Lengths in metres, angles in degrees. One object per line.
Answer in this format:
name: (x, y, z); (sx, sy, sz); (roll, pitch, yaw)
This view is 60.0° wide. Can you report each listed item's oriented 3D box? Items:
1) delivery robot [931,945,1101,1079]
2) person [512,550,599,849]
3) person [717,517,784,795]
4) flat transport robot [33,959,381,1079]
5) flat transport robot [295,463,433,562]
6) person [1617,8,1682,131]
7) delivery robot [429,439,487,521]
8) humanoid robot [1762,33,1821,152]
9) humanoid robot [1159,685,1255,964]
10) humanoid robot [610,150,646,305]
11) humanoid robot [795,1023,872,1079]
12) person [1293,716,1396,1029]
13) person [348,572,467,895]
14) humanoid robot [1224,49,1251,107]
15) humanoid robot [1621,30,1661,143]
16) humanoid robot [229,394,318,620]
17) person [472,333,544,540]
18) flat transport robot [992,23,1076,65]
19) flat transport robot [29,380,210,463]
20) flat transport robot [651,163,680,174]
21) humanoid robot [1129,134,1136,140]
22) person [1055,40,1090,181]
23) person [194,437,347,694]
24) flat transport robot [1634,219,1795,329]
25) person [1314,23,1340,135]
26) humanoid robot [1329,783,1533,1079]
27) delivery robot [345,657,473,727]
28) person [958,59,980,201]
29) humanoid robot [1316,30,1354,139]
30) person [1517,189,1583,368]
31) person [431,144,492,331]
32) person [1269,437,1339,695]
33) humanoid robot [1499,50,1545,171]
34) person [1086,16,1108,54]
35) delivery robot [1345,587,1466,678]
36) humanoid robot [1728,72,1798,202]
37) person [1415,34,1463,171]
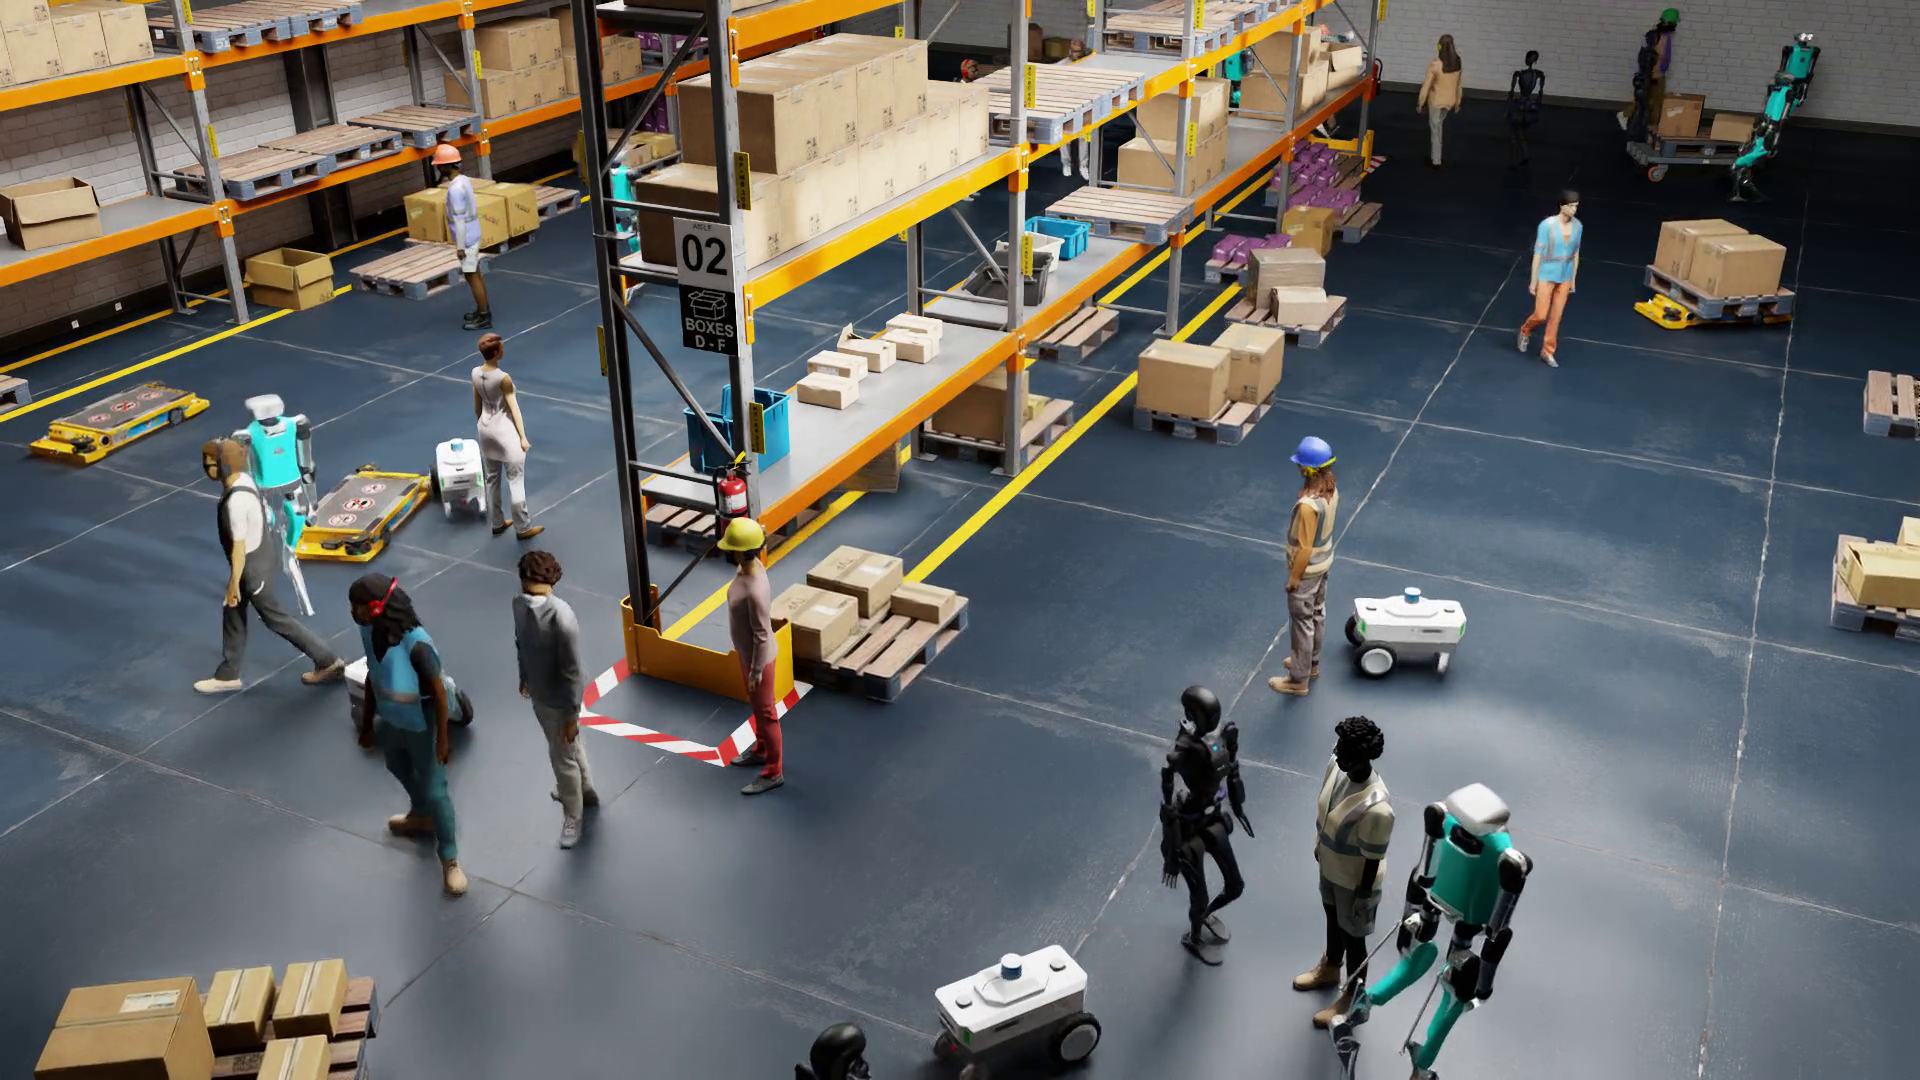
delivery robot: (0.250, 2.231, 7.933); (0.778, 0.581, 0.499); (-14, 30, -26)
person: (-2.247, 0.821, 9.320); (0.646, 1.869, 0.480); (22, 34, 38)
person: (-1.222, 0.664, 9.747); (0.305, 1.770, 0.521); (-7, 27, -14)
flat transport robot: (-3.301, 2.570, 7.587); (0.659, 0.231, 1.431); (-4, 27, -9)
flat transport robot: (-4.739, -0.223, 13.229); (0.659, 0.231, 1.431); (3, 26, 6)
person: (10.597, -7.147, 25.373); (0.685, 1.904, 0.562); (11, 28, 21)
delivery robot: (-4.061, -0.542, 13.528); (0.499, 0.575, 0.759); (-8, 27, -16)
humanoid robot: (12.052, -6.497, 24.376); (0.542, 1.901, 0.718); (-1, 26, -2)
humanoid robot: (1.218, 1.428, 8.317); (0.601, 1.634, 0.344); (-24, 35, -39)
humanoid robot: (-3.581, -3.415, 18.047); (0.537, 1.737, 1.027); (6, 27, 13)
humanoid robot: (-0.383, 2.450, 6.304); (0.601, 1.632, 0.794); (21, 33, 36)
person: (1.862, 1.576, 7.994); (0.319, 1.693, 0.531); (-6, 27, -11)
person: (-2.991, 0.991, 9.000); (0.869, 1.850, 0.430); (19, 32, 33)
humanoid robot: (4.216, -6.536, 24.366); (1.001, 1.739, 0.548); (-22, 34, -37)
humanoid robot: (10.262, -6.775, 24.880); (0.435, 1.652, 0.608); (8, 27, 16)
humanoid robot: (-4.815, -0.214, 11.632); (0.530, 1.830, 0.815); (-22, 34, -37)
person: (-3.525, -0.800, 12.823); (0.443, 1.661, 0.286); (13, 29, 24)
flat transport robot: (1.374, -8.252, 29.448); (1.431, 0.231, 0.659); (21, 33, 36)
flat transport robot: (-7.535, -1.071, 14.941); (0.659, 0.231, 1.431); (10, 28, 19)
flat transport robot: (-3.618, -5.060, 22.998); (0.659, 0.231, 1.431); (20, 33, 35)
humanoid robot: (2.946, -6.790, 24.953); (0.778, 1.622, 0.616); (3, 27, 7)
person: (1.585, -5.902, 22.888); (0.641, 1.879, 0.813); (-3, 27, -7)
person: (-4.559, 0.171, 10.712); (0.953, 1.800, 0.516); (-9, 28, -18)
flat transport robot: (8.049, -2.479, 17.786); (1.431, 0.231, 0.659); (-5, 27, -9)
person: (5.459, -6.952, 25.193); (0.816, 1.711, 0.580); (-4, 27, -9)
humanoid robot: (1.988, 1.921, 7.305); (0.847, 1.793, 0.582); (-16, 31, -29)
delivery robot: (-3.502, 0.986, 10.480); (0.812, 0.609, 0.499); (16, 30, 28)
person: (0.053, -5.411, 21.950); (0.379, 1.835, 0.564); (7, 27, 14)
humanoid robot: (5.294, -6.634, 24.573); (0.891, 1.778, 0.545); (11, 28, 21)
person: (5.809, -2.576, 16.302); (0.512, 1.755, 0.465); (-5, 27, -11)
person: (-5.178, -3.145, 17.277); (0.412, 1.925, 0.558); (-5, 27, -10)
person: (2.233, 0.163, 10.752); (0.322, 1.772, 0.486); (14, 30, 27)
humanoid robot: (7.900, -6.028, 23.367); (0.613, 1.653, 0.351); (-8, 28, -17)
person: (2.352, -8.475, 28.157); (0.421, 1.815, 0.535); (11, 28, 22)
delivery robot: (2.998, 0.607, 11.220); (0.757, 0.587, 0.525); (1, 26, 3)
humanoid robot: (10.321, -5.164, 21.550); (0.984, 1.730, 0.548); (-3, 26, -5)
person: (6.724, -6.212, 23.539); (0.593, 1.851, 0.752); (-9, 28, -18)
